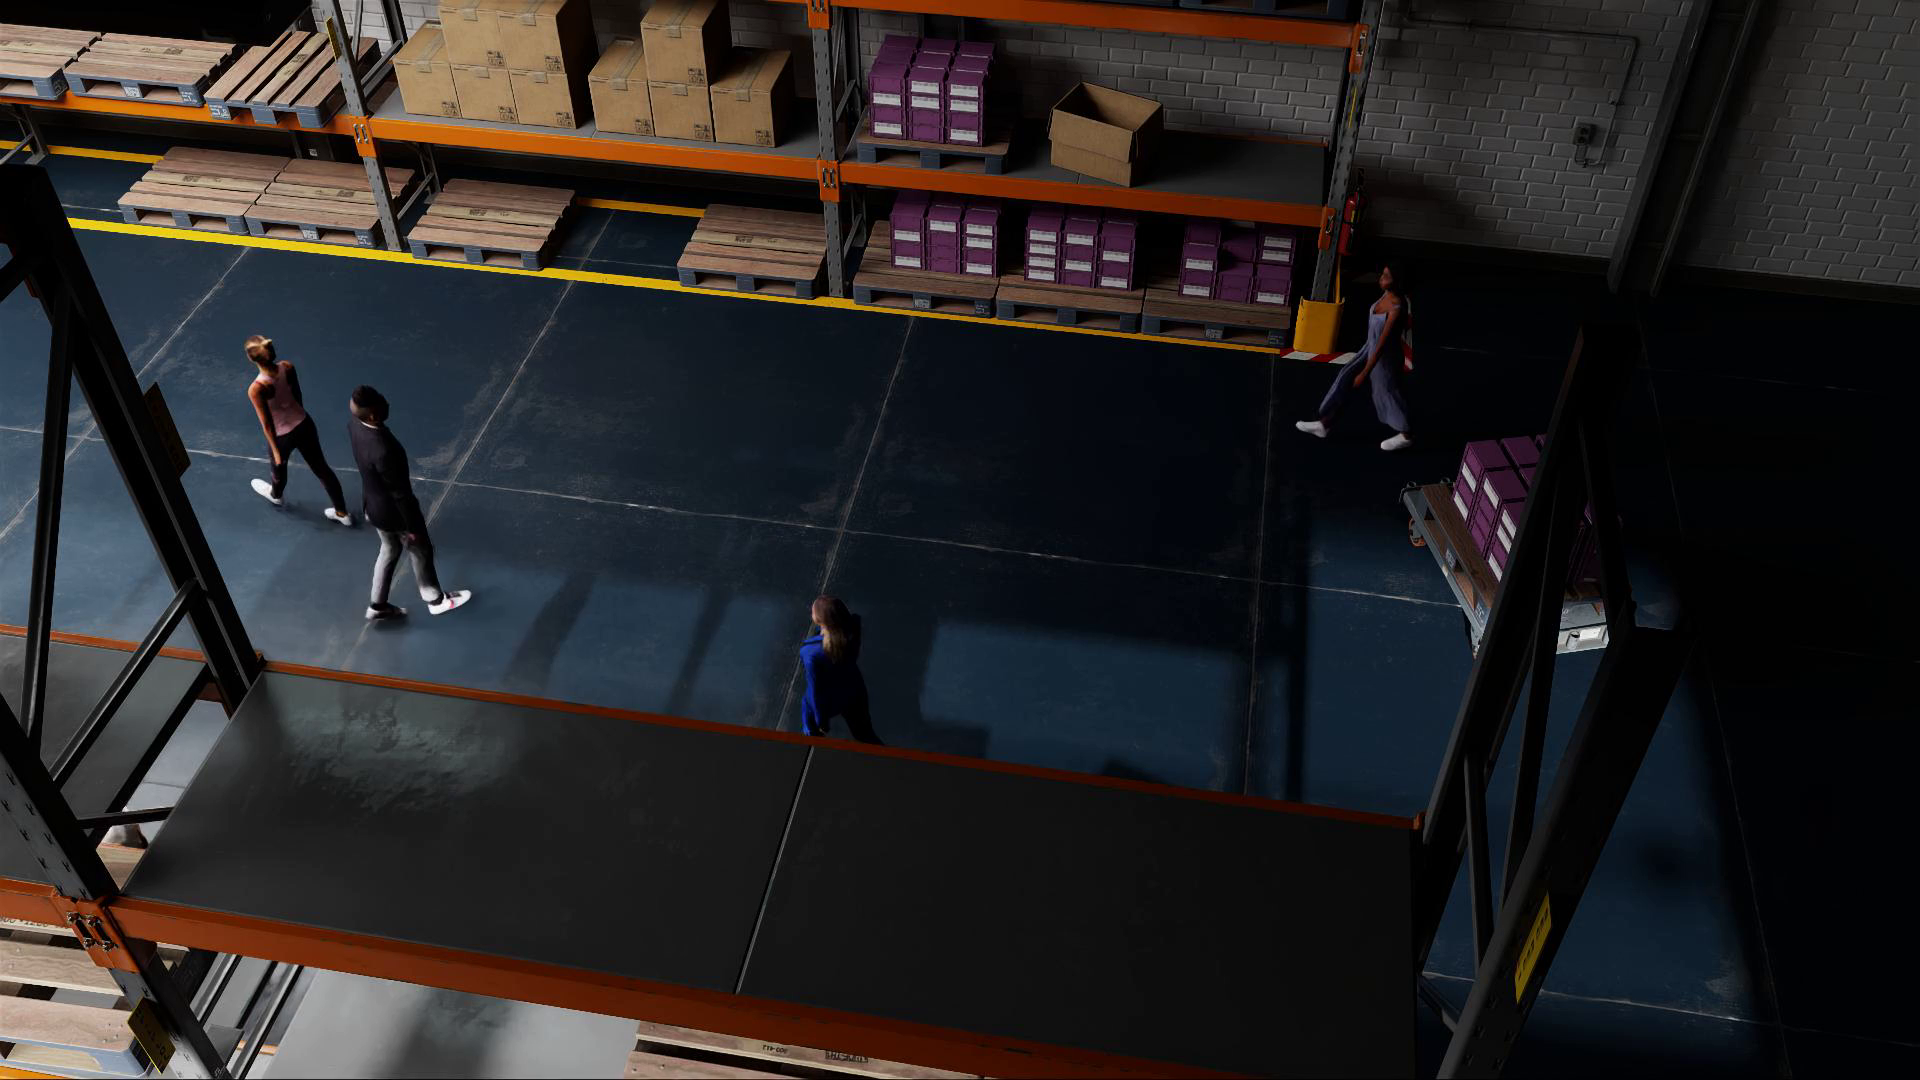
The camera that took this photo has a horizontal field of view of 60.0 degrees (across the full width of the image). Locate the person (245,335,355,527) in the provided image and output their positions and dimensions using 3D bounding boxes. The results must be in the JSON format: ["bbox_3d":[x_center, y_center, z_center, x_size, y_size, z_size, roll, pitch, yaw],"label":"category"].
[{"bbox_3d":[-4.598,-0.717,11.593,1.115,1.603,0.845,23,48,22],"label":"person"}]

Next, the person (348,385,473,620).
[{"bbox_3d":[-3.764,-0.228,10.812,1.071,1.971,1.026,-31,51,-28],"label":"person"}]

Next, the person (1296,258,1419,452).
[{"bbox_3d":[3.170,-1.298,12.170,1.151,1.648,0.706,1,44,1],"label":"person"}]

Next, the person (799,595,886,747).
[{"bbox_3d":[-0.643,0.972,9.774,1.203,1.667,0.995,31,52,29],"label":"person"}]
